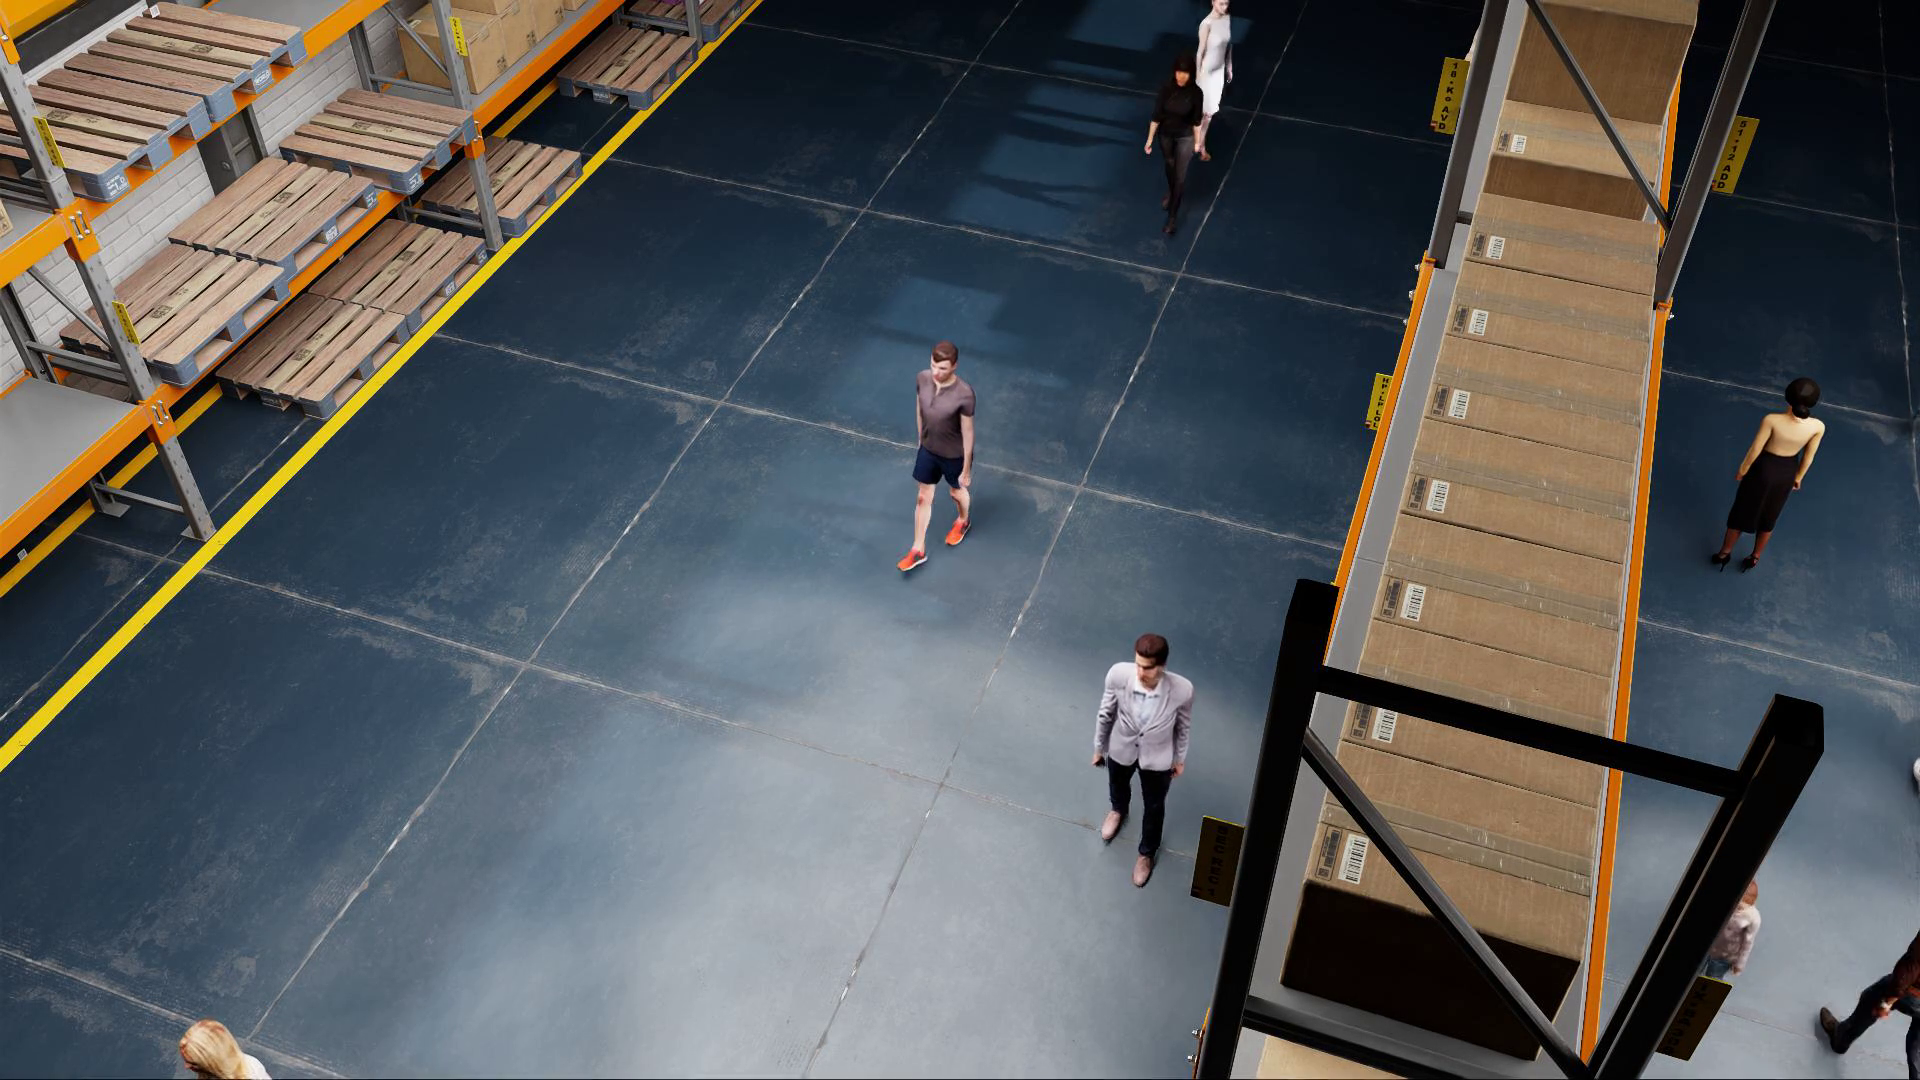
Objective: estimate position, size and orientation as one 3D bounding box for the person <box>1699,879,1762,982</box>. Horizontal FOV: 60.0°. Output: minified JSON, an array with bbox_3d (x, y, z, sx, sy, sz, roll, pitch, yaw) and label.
[{"bbox_3d":[4.134,2.163,9.022,0.650,1.184,0.758,35,53,31],"label":"person"}]

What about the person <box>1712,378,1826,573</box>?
[{"bbox_3d":[5.548,-0.431,11.404,0.605,1.654,0.570,8,44,9],"label":"person"}]

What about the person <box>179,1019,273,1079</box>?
[{"bbox_3d":[-3.314,2.777,7.914,0.618,1.824,0.529,16,46,16],"label":"person"}]

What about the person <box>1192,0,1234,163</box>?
[{"bbox_3d":[2.242,-4.344,15.417,0.793,1.785,0.790,31,52,29],"label":"person"}]

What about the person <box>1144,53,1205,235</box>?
[{"bbox_3d":[1.936,-3.610,14.778,0.605,1.603,1.024,16,46,16],"label":"person"}]

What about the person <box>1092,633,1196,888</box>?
[{"bbox_3d":[1.045,1.173,9.580,0.680,1.848,0.758,12,45,13],"label":"person"}]

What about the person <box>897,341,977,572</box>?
[{"bbox_3d":[-0.053,-0.652,11.512,0.814,1.825,1.065,24,49,23],"label":"person"}]
